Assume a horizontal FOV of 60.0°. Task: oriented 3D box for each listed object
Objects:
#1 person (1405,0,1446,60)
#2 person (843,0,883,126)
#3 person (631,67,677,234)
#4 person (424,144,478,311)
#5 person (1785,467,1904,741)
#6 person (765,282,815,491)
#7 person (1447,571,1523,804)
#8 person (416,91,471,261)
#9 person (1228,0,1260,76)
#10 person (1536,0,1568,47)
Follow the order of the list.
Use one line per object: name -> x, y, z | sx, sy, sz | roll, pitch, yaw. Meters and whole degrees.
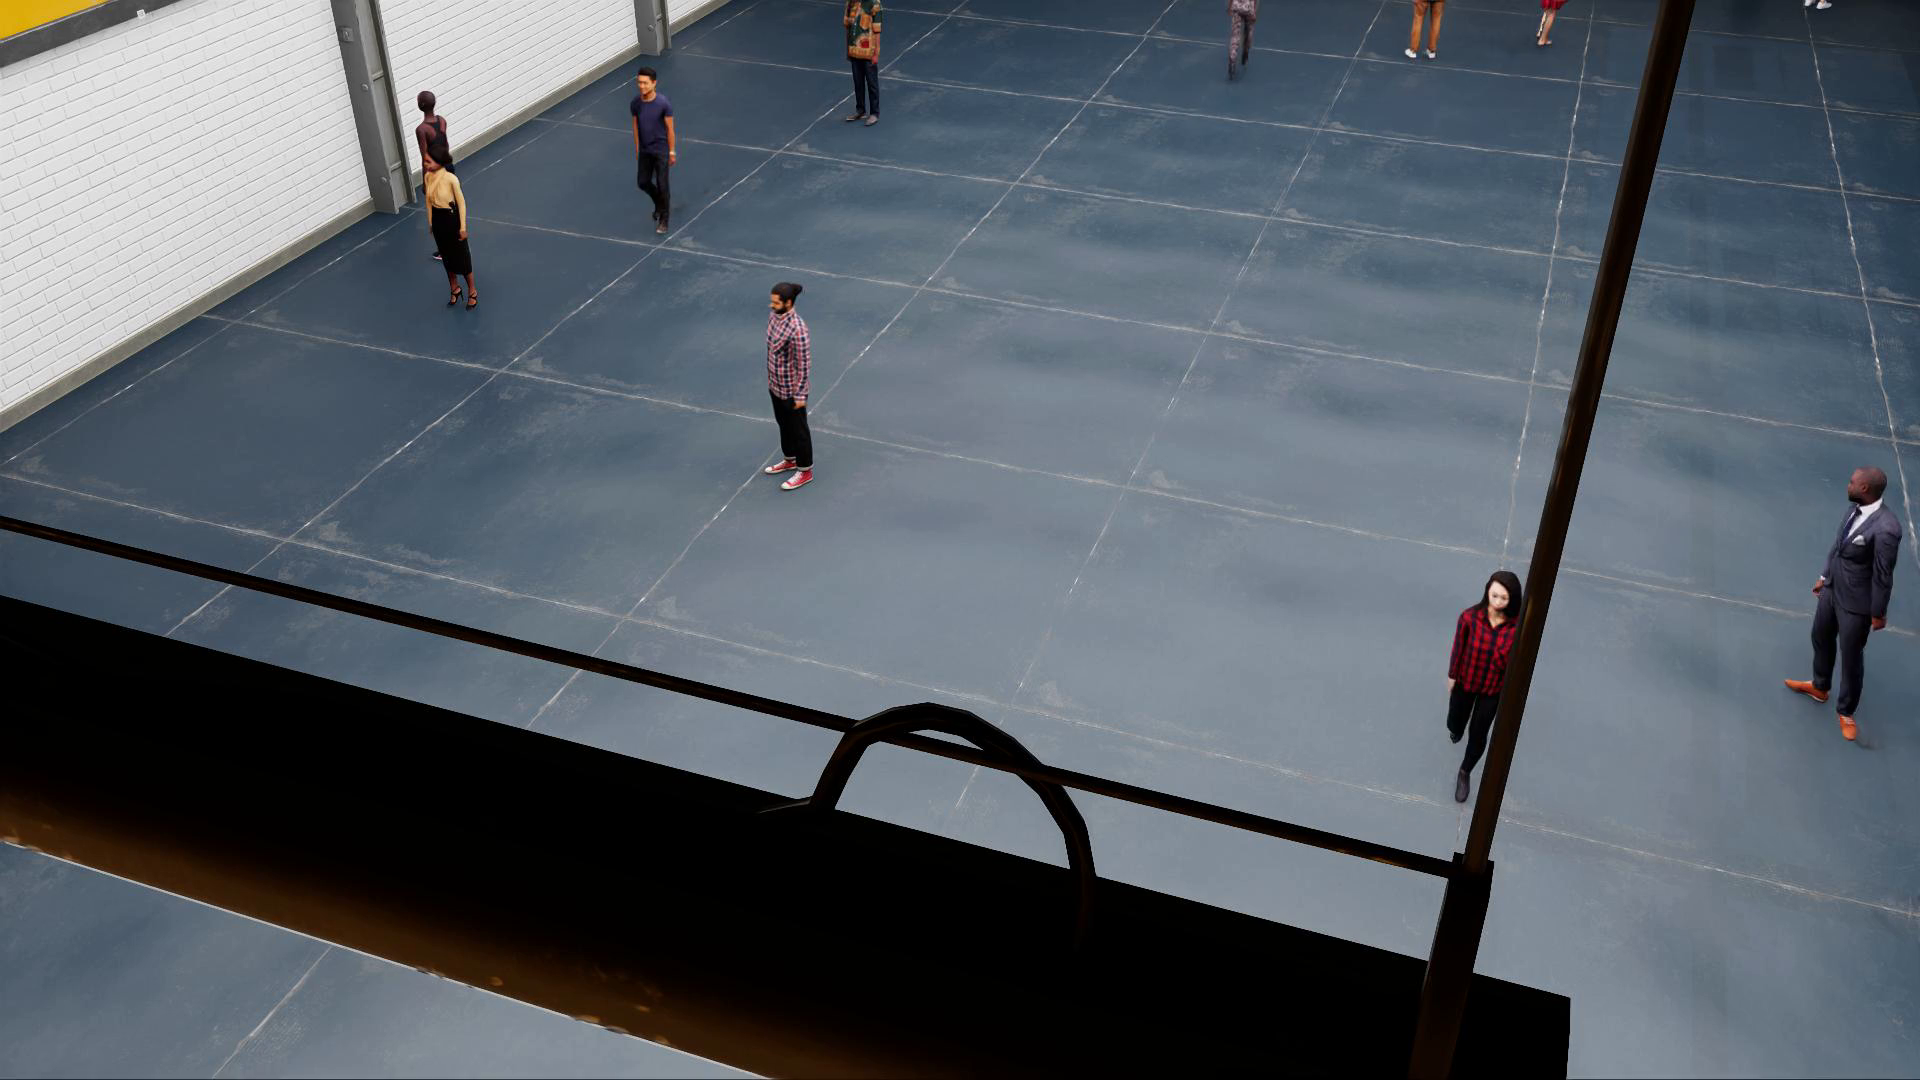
person -> 6.419, -7.467, 22.569 | 0.774, 1.826, 0.739 | -1, 34, -2
person -> -1.173, -6.045, 20.446 | 0.756, 1.808, 0.737 | 20, 38, 27
person -> -3.193, -4.155, 17.630 | 0.689, 1.779, 0.741 | 8, 34, 12
person -> -4.916, -3.013, 16.024 | 0.586, 1.654, 0.547 | 14, 36, 20
person -> 5.830, 0.396, 10.769 | 1.028, 1.793, 0.732 | -6, 34, -9
person -> -1.369, -1.261, 13.293 | 0.809, 1.760, 0.781 | -19, 38, -26
person -> 3.214, 0.836, 10.243 | 0.596, 1.642, 0.807 | 10, 35, 14
person -> -5.321, -3.742, 17.027 | 0.639, 1.758, 0.469 | 13, 36, 19
person -> 3.722, -6.959, 21.947 | 0.643, 1.668, 1.180 | 8, 34, 12
person -> 8.199, -7.624, 23.067 | 0.761, 1.536, 0.699 | -23, 40, -30
